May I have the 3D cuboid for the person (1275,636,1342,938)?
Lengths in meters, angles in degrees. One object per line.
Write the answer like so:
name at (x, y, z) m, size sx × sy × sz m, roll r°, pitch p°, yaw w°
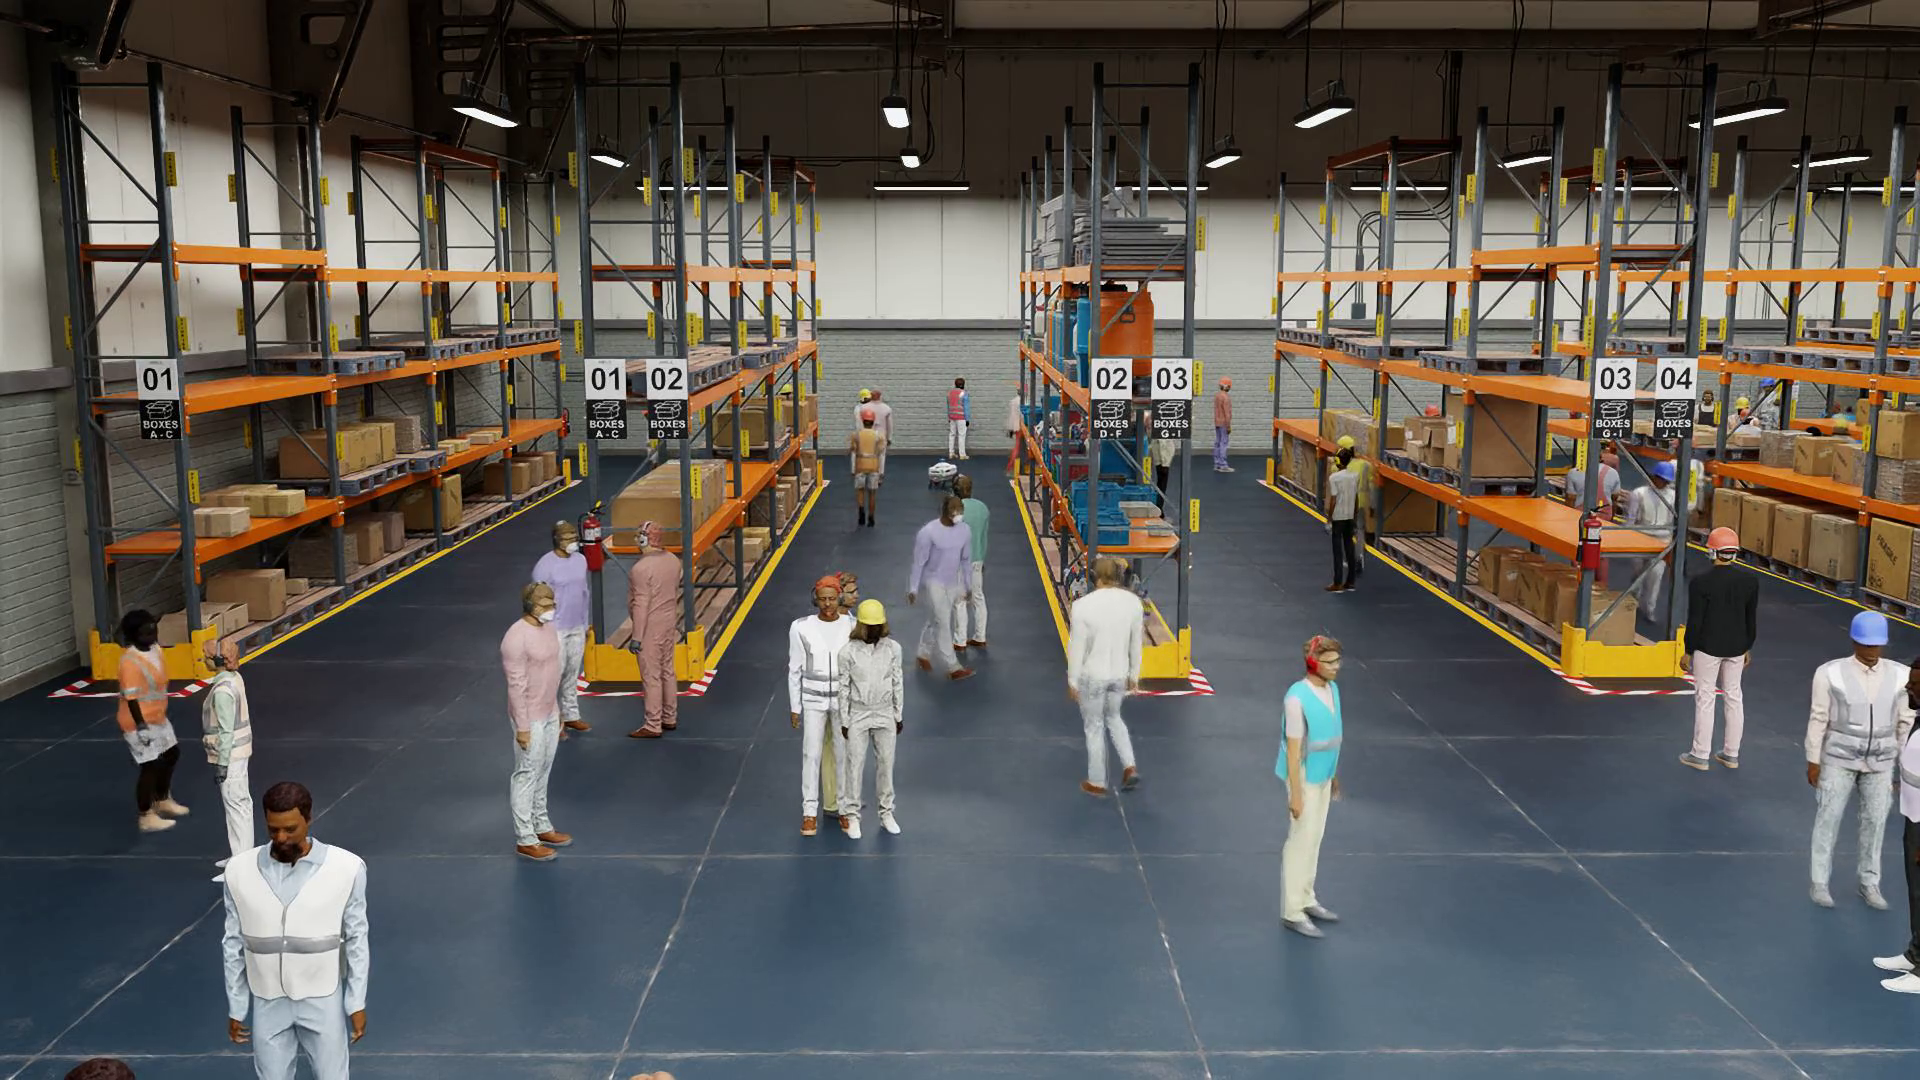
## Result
person at (2.141, 1.483, 10.230) m, size 0.373 × 1.843 × 0.570 m, roll 6°, pitch 11°, yaw 34°

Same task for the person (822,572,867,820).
person at (-0.903, 1.147, 12.387) m, size 0.390 × 1.846 × 0.564 m, roll 1°, pitch 9°, yaw 8°

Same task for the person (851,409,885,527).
person at (-1.493, -1.170, 27.044) m, size 0.562 × 1.921 × 0.424 m, roll 0°, pitch 9°, yaw 0°

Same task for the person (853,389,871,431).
person at (-1.904, -2.125, 33.483) m, size 0.404 × 1.833 × 0.593 m, roll 4°, pitch 10°, yaw 23°

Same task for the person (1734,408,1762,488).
person at (13.829, -1.445, 29.344) m, size 0.563 × 1.755 × 0.321 m, roll -2°, pitch 9°, yaw -11°

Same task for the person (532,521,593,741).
person at (-3.455, 0.781, 14.494) m, size 0.389 × 1.929 × 0.627 m, roll 5°, pitch 10°, yaw 28°

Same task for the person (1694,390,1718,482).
person at (14.824, -2.068, 33.074) m, size 0.514 × 1.843 × 0.327 m, roll 3°, pitch 9°, yaw 20°

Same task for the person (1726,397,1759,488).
person at (13.987, -1.606, 29.843) m, size 0.587 × 1.927 × 0.365 m, roll 8°, pitch 12°, yaw 42°

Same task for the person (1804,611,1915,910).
person at (5.699, 1.391, 10.541) m, size 0.623 × 1.938 × 0.427 m, roll 2°, pitch 9°, yaw 10°

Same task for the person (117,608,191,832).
person at (-5.850, 1.295, 12.017) m, size 0.380 × 1.667 × 0.621 m, roll -1°, pitch 9°, yaw -6°

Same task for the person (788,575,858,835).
person at (-0.948, 1.190, 12.000) m, size 0.575 × 1.883 × 0.355 m, roll -2°, pitch 9°, yaw -10°

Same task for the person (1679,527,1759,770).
person at (6.188, 0.886, 13.590) m, size 0.611 × 1.996 × 0.378 m, roll -1°, pitch 9°, yaw -8°

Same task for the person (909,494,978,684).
person at (-0.189, 0.466, 16.671) m, size 0.665 × 1.878 × 1.050 m, roll -8°, pitch 12°, yaw -41°

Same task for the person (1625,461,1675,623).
person at (8.187, -0.016, 19.728) m, size 0.615 × 1.900 × 0.932 m, roll 2°, pitch 9°, yaw 15°

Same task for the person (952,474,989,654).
person at (0.053, 0.252, 17.895) m, size 0.627 × 1.930 × 0.368 m, roll -9°, pitch 12°, yaw -44°

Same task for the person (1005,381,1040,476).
person at (1.301, -2.282, 34.172) m, size 1.012 × 1.943 × 0.624 m, roll -5°, pitch 10°, yaw -29°

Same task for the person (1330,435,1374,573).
person at (5.395, -0.496, 22.859) m, size 0.616 × 1.888 × 0.889 m, roll 0°, pitch 9°, yaw 1°

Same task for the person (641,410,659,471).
person at (-5.278, -1.425, 28.678) m, size 0.391 × 1.928 × 0.543 m, roll -3°, pitch 9°, yaw -21°

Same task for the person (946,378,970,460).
person at (-0.023, -2.723, 37.343) m, size 0.624 × 1.835 × 0.431 m, roll 8°, pitch 12°, yaw 42°

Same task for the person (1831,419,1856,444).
person at (14.613, -1.171, 27.772) m, size 0.499 × 1.692 × 0.914 m, roll 2°, pitch 9°, yaw 12°

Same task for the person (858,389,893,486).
person at (-1.658, -2.022, 32.641) m, size 0.669 × 1.882 × 0.752 m, roll -1°, pitch 9°, yaw -4°

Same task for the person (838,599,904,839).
person at (-0.629, 1.275, 11.928) m, size 0.487 × 1.737 × 0.322 m, roll -3°, pitch 9°, yaw -20°

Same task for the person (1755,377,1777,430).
person at (17.333, -2.537, 35.752) m, size 0.380 × 1.950 × 0.605 m, roll -3°, pitch 9°, yaw -16°

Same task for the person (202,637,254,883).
person at (-4.879, 1.450, 11.103) m, size 0.307 × 1.641 × 0.514 m, roll -3°, pitch 9°, yaw -19°

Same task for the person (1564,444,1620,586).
person at (7.880, -0.273, 20.900) m, size 0.678 × 2.000 × 0.536 m, roll 0°, pitch 9°, yaw -1°

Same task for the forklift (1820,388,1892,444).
forklift at (20.072, -3.110, 36.462) m, size 1.873 × 2.768 × 1.129 m, roll 0°, pitch 9°, yaw 0°

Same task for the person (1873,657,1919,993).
person at (5.433, 1.587, 9.329) m, size 0.375 × 1.917 × 0.598 m, roll 4°, pitch 10°, yaw 23°

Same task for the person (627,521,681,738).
person at (-2.704, 0.778, 14.570) m, size 0.409 × 1.907 × 0.648 m, roll 3°, pitch 9°, yaw 19°

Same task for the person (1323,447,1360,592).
person at (4.904, -0.259, 21.364) m, size 0.535 × 1.868 × 0.309 m, roll -5°, pitch 10°, yaw -29°

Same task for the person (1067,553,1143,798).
person at (1.115, 1.055, 12.755) m, size 0.629 × 1.925 × 0.481 m, roll -5°, pitch 10°, yaw -28°

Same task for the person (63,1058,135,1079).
person at (-2.299, 2.325, 4.570) m, size 0.595 × 1.921 × 0.386 m, roll -1°, pitch 9°, yaw -5°

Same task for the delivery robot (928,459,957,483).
delivery robot at (-0.337, -1.324, 32.119) m, size 0.477 × 0.478 × 0.707 m, roll 4°, pitch 9°, yaw 23°

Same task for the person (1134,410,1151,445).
person at (3.582, -2.030, 33.545) m, size 0.522 × 1.622 × 0.501 m, roll 3°, pitch 9°, yaw 20°

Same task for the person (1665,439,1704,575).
person at (9.875, -0.510, 22.908) m, size 0.569 × 1.884 × 0.989 m, roll 0°, pitch 9°, yaw -2°

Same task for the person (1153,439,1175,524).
person at (3.374, -1.257, 27.383) m, size 0.394 × 1.990 × 0.618 m, roll 1°, pitch 9°, yaw 7°

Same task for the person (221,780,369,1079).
person at (-2.803, 1.941, 7.061) m, size 0.593 × 1.917 × 0.392 m, roll -1°, pitch 9°, yaw -8°

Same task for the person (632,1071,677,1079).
person at (-0.887, 2.398, 5.004) m, size 0.523 × 1.640 × 0.306 m, roll -1°, pitch 9°, yaw -6°

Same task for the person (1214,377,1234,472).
person at (5.530, -2.427, 34.898) m, size 0.375 × 1.997 × 0.612 m, roll -2°, pitch 9°, yaw -15°

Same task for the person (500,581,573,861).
person at (-2.937, 1.235, 11.548) m, size 0.371 × 1.934 × 0.627 m, roll 1°, pitch 9°, yaw 9°
